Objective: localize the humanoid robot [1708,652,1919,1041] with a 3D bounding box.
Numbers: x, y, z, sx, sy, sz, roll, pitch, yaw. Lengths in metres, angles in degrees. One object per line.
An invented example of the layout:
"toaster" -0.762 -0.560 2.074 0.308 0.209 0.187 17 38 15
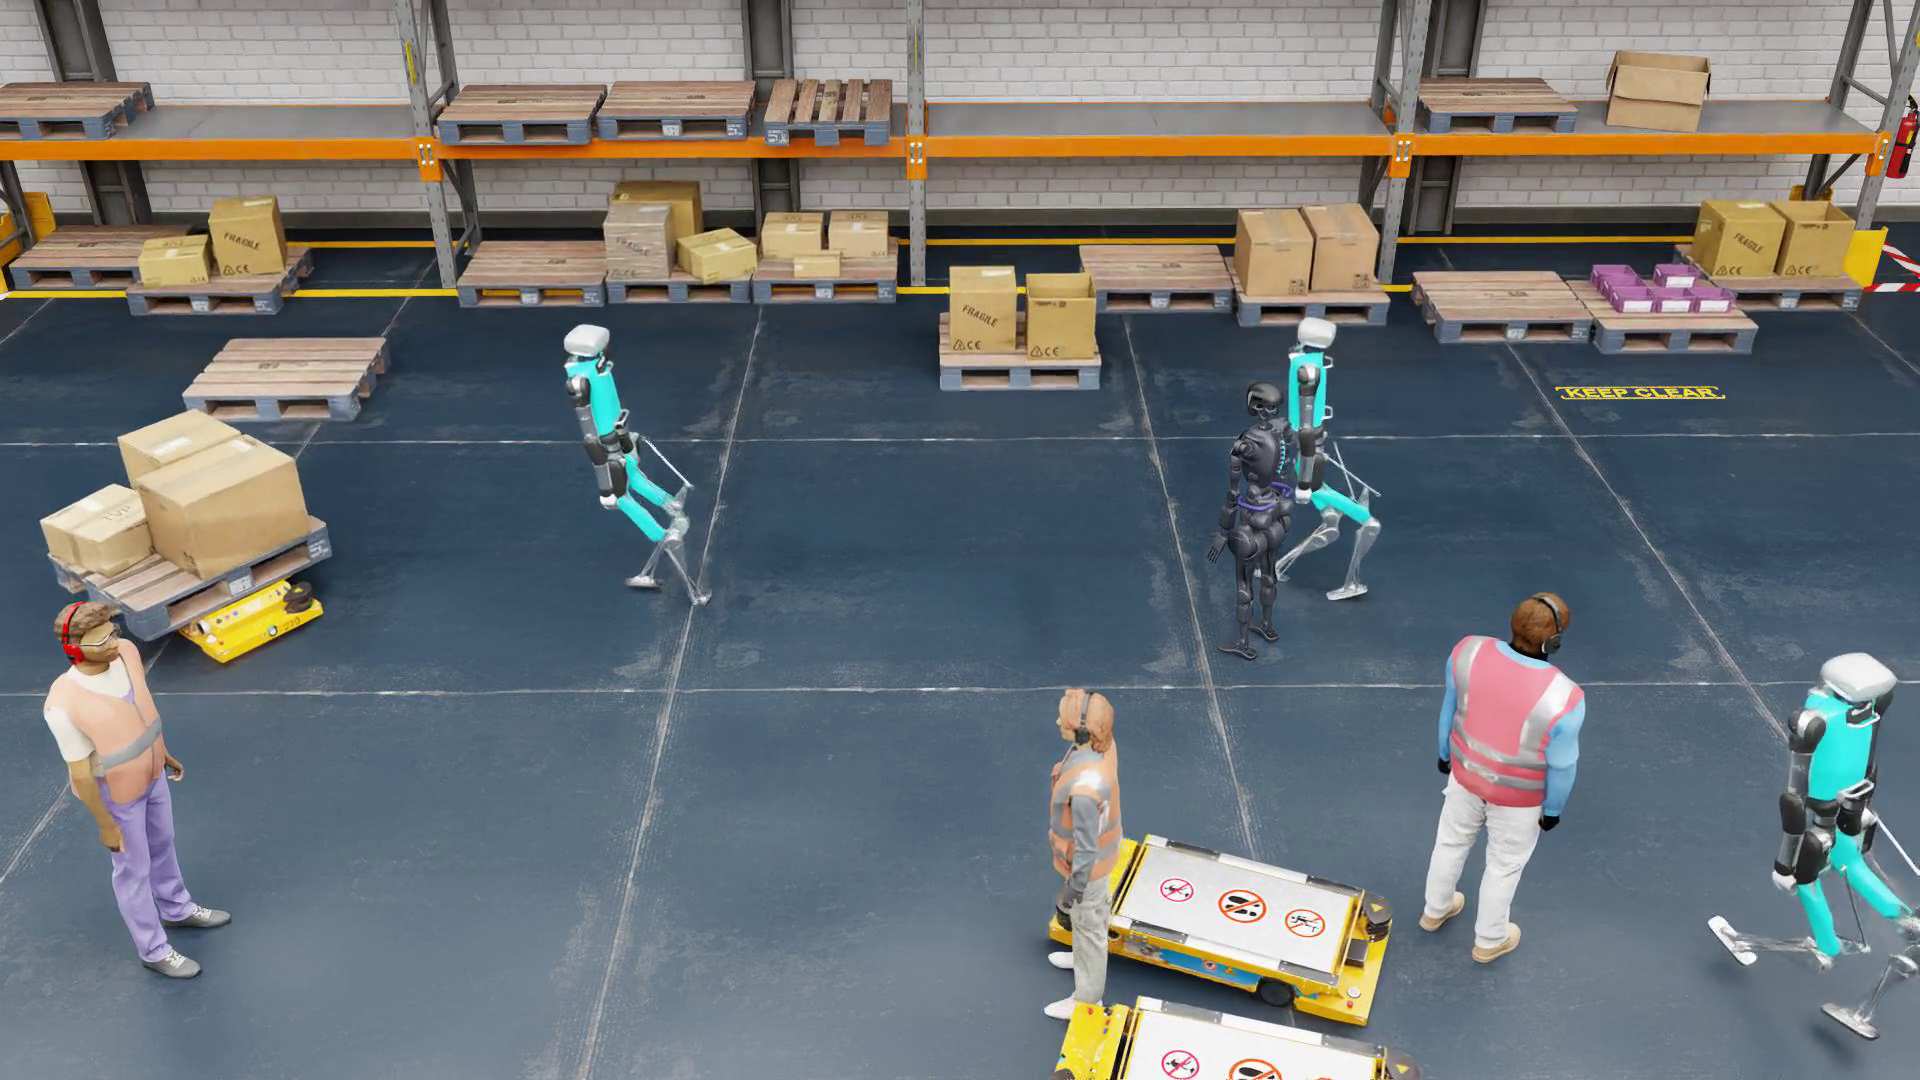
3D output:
"humanoid robot" 3.664 1.335 6.781 0.532 1.733 1.028 -17 35 -25

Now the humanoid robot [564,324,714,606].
"humanoid robot" -1.776 -0.357 9.658 0.845 1.866 0.552 2 31 4

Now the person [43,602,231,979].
"person" -3.564 1.053 7.126 0.389 1.847 0.563 2 31 3

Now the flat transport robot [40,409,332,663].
"flat transport robot" -4.525 0.277 9.950 1.431 0.231 0.659 22 37 32

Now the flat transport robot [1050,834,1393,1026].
"flat transport robot" 1.188 1.725 7.540 1.431 0.231 0.659 12 33 19

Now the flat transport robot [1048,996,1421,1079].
"flat transport robot" 1.096 2.235 6.691 1.431 0.231 0.659 8 32 14

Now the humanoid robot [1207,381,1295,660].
"humanoid robot" 1.636 -0.115 9.221 0.599 1.657 0.315 -27 40 -37

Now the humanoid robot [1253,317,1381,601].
"humanoid robot" 2.225 -0.430 9.723 0.901 1.782 0.549 5 31 8

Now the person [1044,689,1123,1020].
"person" 0.514 1.306 6.901 0.313 1.640 0.513 5 31 8

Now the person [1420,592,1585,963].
"person" 2.345 1.021 7.199 0.431 1.838 0.628 -26 40 -36
